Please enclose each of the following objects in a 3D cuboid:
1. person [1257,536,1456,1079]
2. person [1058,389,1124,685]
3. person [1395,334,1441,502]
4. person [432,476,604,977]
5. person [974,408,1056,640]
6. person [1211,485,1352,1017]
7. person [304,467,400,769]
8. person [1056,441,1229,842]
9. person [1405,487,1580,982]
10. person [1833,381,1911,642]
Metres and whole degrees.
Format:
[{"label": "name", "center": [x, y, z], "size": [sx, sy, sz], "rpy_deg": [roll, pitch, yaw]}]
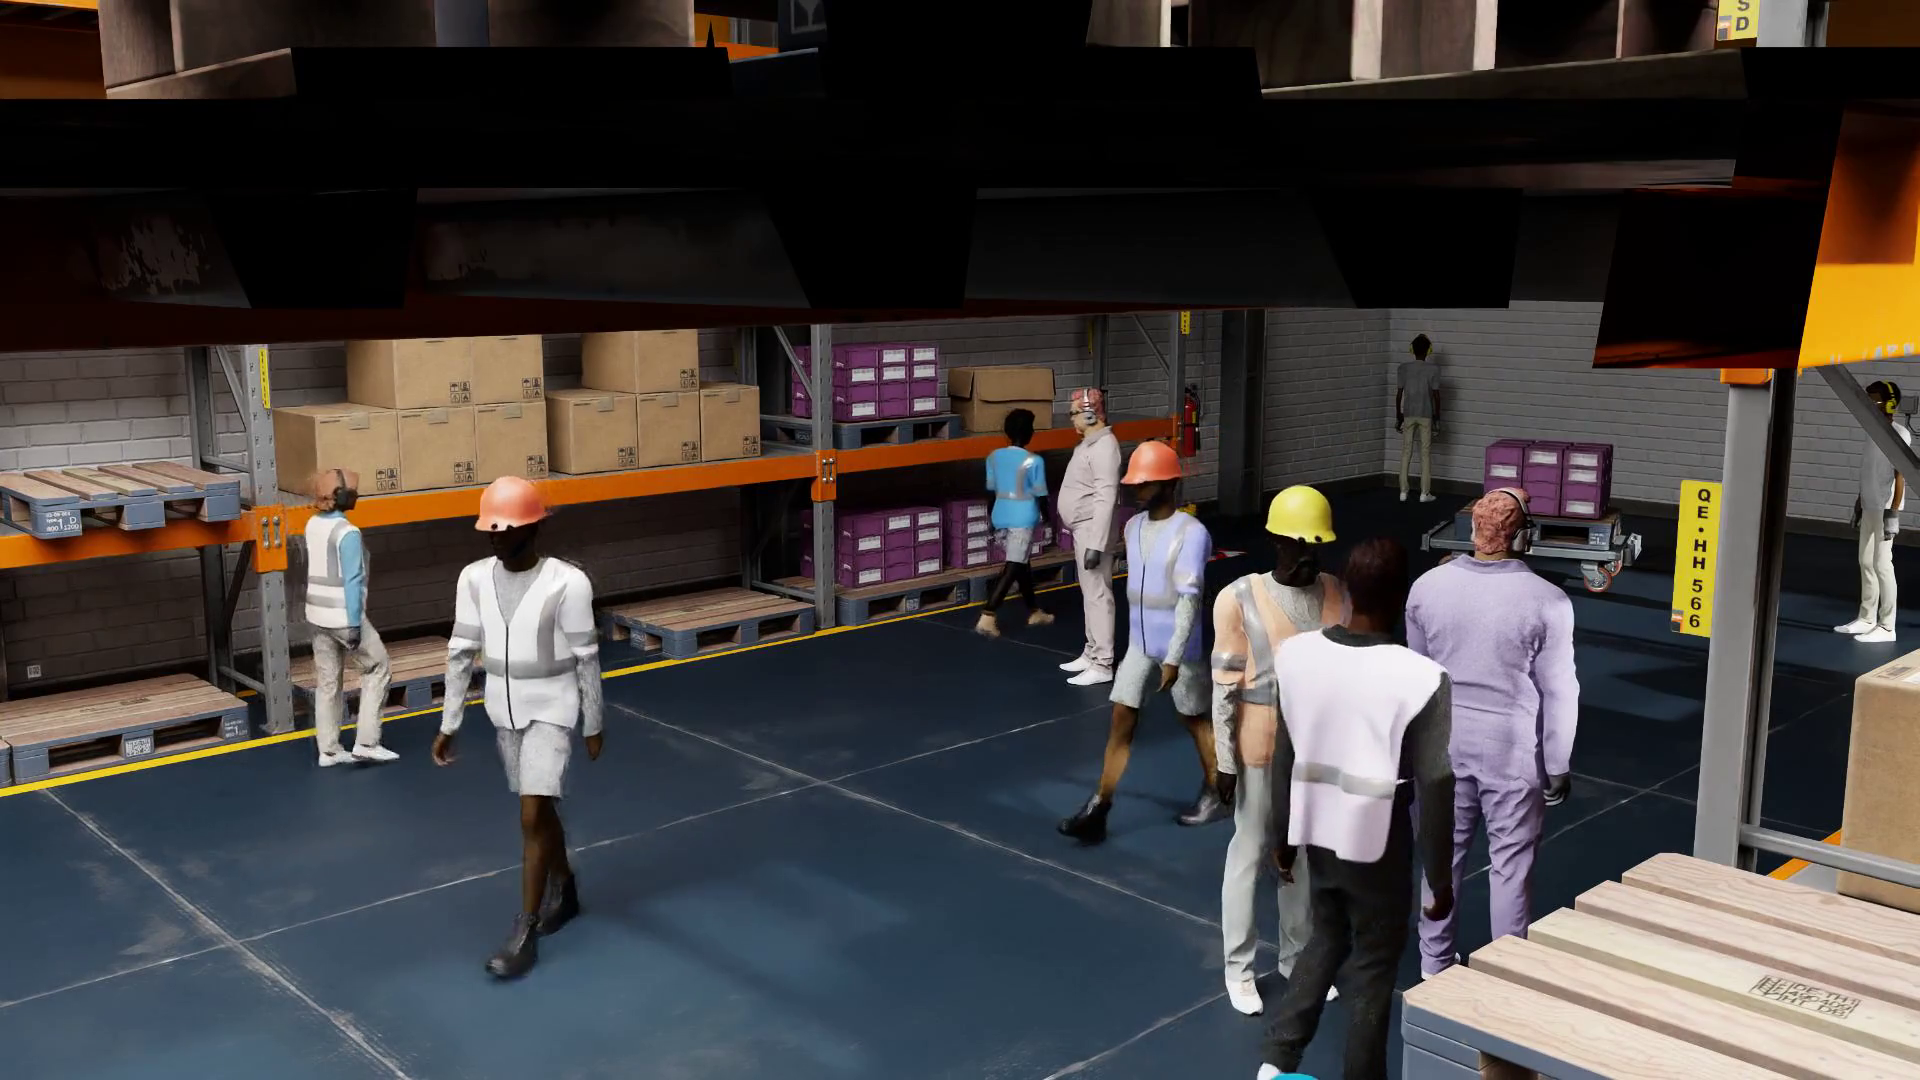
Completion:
[{"label": "person", "center": [1.209, 0.935, 5.072], "size": [0.457, 1.905, 0.606], "rpy_deg": [-8, 13, -41]}, {"label": "person", "center": [0.830, -0.022, 10.684], "size": [0.406, 1.901, 0.639], "rpy_deg": [0, 10, -1]}, {"label": "person", "center": [5.121, -1.358, 18.576], "size": [0.526, 1.876, 0.324], "rpy_deg": [5, 11, 29]}, {"label": "person", "center": [-1.727, 0.703, 6.446], "size": [0.557, 1.895, 0.894], "rpy_deg": [3, 10, 19]}, {"label": "person", "center": [0.395, -0.124, 11.997], "size": [0.874, 1.655, 0.540], "rpy_deg": [-9, 13, -41]}, {"label": "person", "center": [1.192, 0.754, 6.056], "size": [0.585, 1.928, 0.366], "rpy_deg": [-4, 10, -20]}, {"label": "person", "center": [-3.267, 0.419, 8.919], "size": [0.517, 1.623, 0.496], "rpy_deg": [8, 13, 39]}, {"label": "person", "center": [0.911, 0.480, 7.791], "size": [0.996, 1.884, 0.547], "rpy_deg": [-8, 13, -39]}, {"label": "person", "center": [1.957, 0.754, 6.121], "size": [0.642, 1.908, 0.407], "rpy_deg": [9, 13, 41]}, {"label": "person", "center": [6.546, -0.204, 11.874], "size": [0.316, 1.861, 0.514], "rpy_deg": [0, 10, 1]}]
